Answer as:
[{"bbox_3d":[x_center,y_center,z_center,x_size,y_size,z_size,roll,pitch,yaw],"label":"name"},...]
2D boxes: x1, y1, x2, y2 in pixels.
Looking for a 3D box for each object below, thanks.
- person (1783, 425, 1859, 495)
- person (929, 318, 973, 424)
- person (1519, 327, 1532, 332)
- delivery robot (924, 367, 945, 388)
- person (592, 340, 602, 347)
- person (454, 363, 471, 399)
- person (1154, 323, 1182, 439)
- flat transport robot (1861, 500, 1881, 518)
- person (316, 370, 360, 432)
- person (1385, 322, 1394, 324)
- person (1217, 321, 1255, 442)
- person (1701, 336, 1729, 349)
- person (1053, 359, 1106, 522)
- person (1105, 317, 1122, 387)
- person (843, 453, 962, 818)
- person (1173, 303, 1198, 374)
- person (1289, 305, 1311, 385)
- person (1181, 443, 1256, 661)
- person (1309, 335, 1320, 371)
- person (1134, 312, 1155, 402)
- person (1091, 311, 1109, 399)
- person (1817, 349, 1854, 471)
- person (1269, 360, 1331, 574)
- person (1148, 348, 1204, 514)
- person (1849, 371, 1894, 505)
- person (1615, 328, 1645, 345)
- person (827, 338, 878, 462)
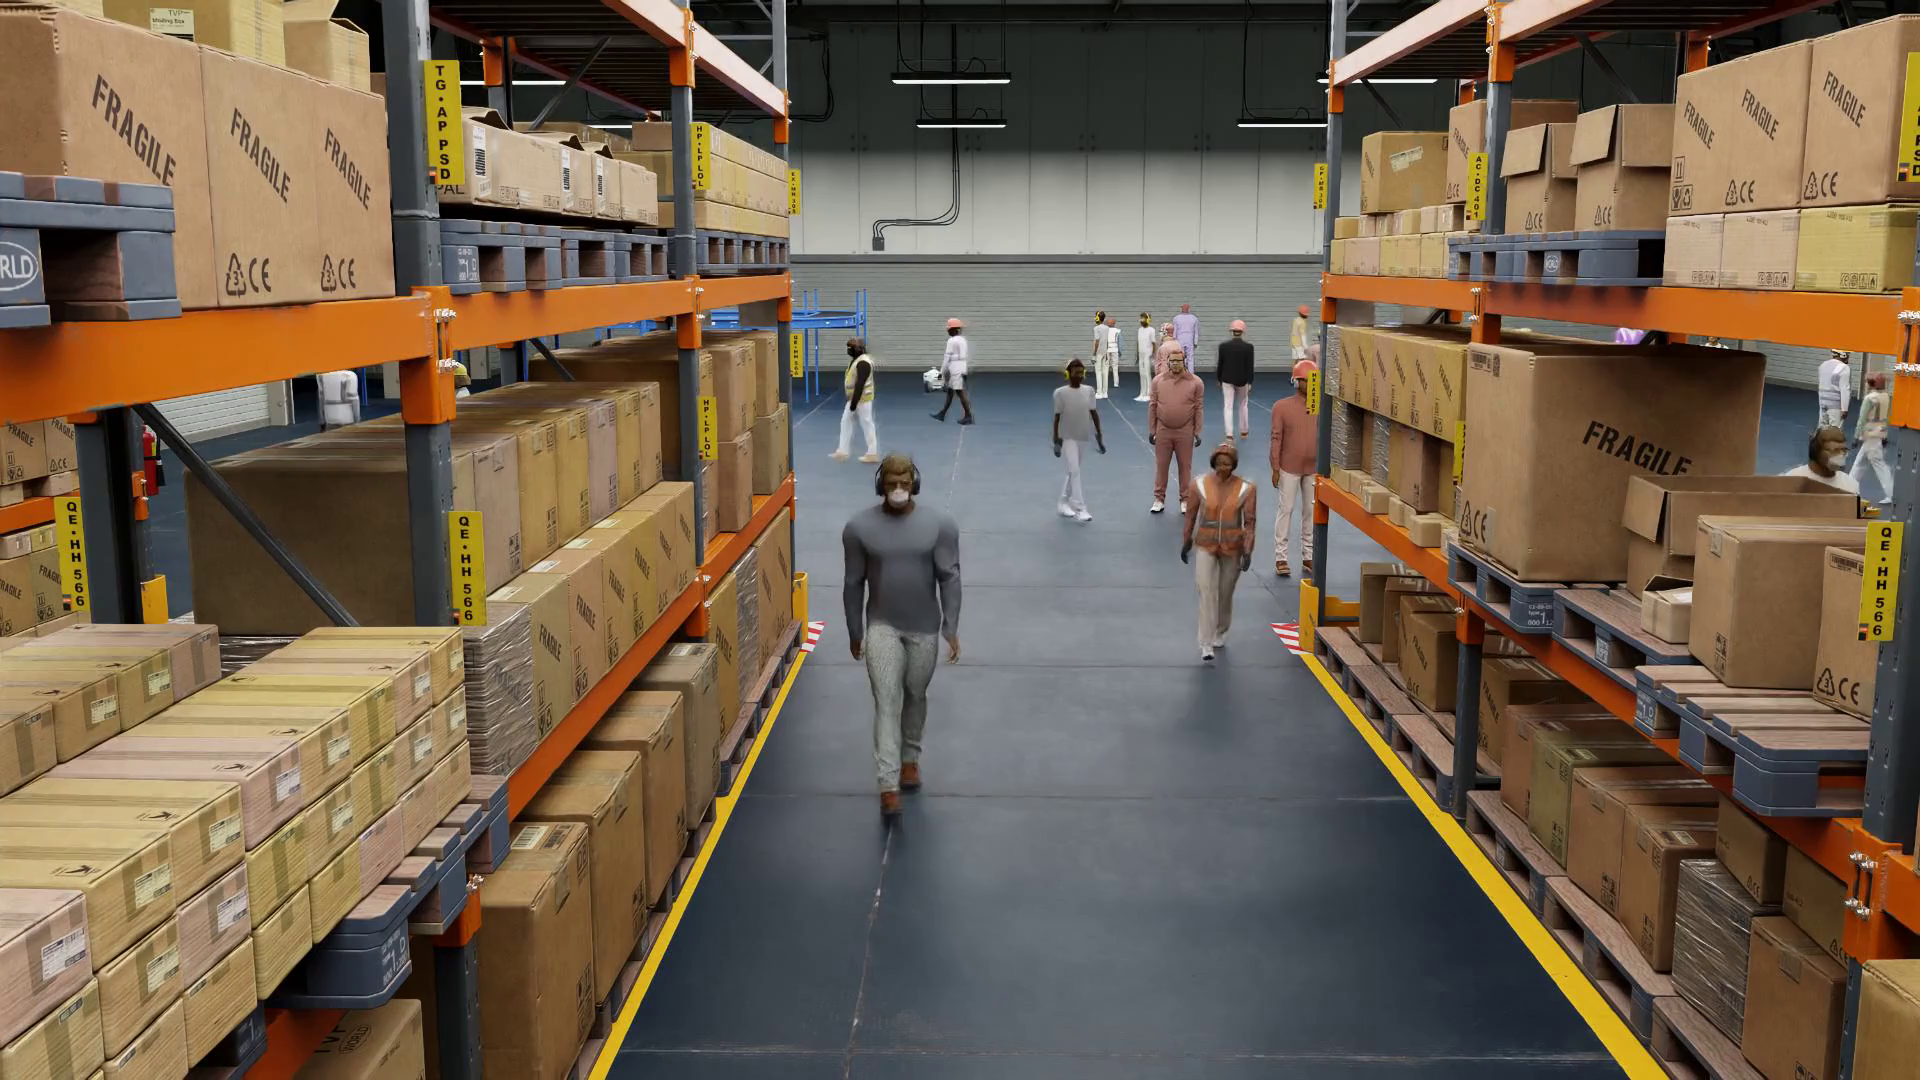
[{"bbox_3d":[5.395,0.227,10.443,0.631,1.879,1.028,-1,10,-9],"label":"person"},{"bbox_3d":[-0.162,-3.049,30.052,0.961,1.889,0.557,4,10,22],"label":"person"},{"bbox_3d":[8.608,-2.324,25.649,0.592,1.910,0.673,-5,11,-26],"label":"person"},{"bbox_3d":[-0.586,-3.665,37.587,0.477,0.478,0.707,-2,10,-14],"label":"delivery robot"},{"bbox_3d":[-4.781,-1.669,21.768,0.693,1.900,0.602,-1,10,-8],"label":"person"},{"bbox_3d":[-5.819,-1.191,19.372,0.294,1.744,0.487,-3,10,-16],"label":"person"},{"bbox_3d":[3.397,-2.605,27.353,0.399,1.907,0.644,5,11,27],"label":"person"},{"bbox_3d":[9.744,-0.342,18.810,1.431,0.197,0.652,-7,12,-36],"label":"flat transport robot"},{"bbox_3d":[-7.787,-1.524,20.839,0.558,1.918,0.553,2,10,11],"label":"person"},{"bbox_3d":[7.206,-2.714,27.965,0.617,1.924,0.831,4,10,21],"label":"person"},{"bbox_3d":[4.509,-2.596,27.141,0.626,1.944,0.985,3,10,18],"label":"person"},{"bbox_3d":[12.457,-2.618,27.611,0.521,1.844,0.331,5,11,26],"label":"person"},{"bbox_3d":[1.329,-1.136,18.828,0.539,1.824,0.968,-4,10,-23],"label":"person"},{"bbox_3d":[3.507,-4.371,38.737,0.523,1.636,0.310,1,9,4],"label":"person"},{"bbox_3d":[-0.304,0.484,8.933,0.638,1.919,0.785,-1,9,-4],"label":"person"},{"bbox_3d":[5.499,-4.842,40.749,0.652,1.906,0.402,-1,10,-5],"label":"person"},{"bbox_3d":[8.001,-4.602,39.382,0.434,1.893,0.622,-2,10,-10],"label":"person"},{"bbox_3d":[1.911,0.070,12.290,0.535,1.590,0.901,1,10,8],"label":"person"},{"bbox_3d":[6.580,-2.945,29.851,0.547,1.737,0.752,9,13,43],"label":"person"},{"bbox_3d":[3.890,-3.858,34.979,0.306,1.870,0.528,-6,11,-32],"label":"person"},{"bbox_3d":[2.990,-3.964,35.628,0.316,1.860,0.531,7,12,37],"label":"person"},{"bbox_3d":[12.303,-1.901,23.395,0.404,1.825,0.598,-1,10,-9],"label":"person"},{"bbox_3d":[3.189,-0.679,15.539,0.613,1.997,0.374,-2,10,-12],"label":"person"},{"bbox_3d":[2.501,-1.268,19.339,0.639,1.911,0.406,2,10,13],"label":"person"},{"bbox_3d":[11.029,-1.238,20.088,0.530,1.596,0.851,-8,12,-39],"label":"person"},{"bbox_3d":[13.445,-3.605,33.298,0.580,1.915,0.678,0,9,0],"label":"person"},{"bbox_3d":[-1.581,-2.028,24.205,0.835,1.809,0.633,-3,10,-18],"label":"person"}]
